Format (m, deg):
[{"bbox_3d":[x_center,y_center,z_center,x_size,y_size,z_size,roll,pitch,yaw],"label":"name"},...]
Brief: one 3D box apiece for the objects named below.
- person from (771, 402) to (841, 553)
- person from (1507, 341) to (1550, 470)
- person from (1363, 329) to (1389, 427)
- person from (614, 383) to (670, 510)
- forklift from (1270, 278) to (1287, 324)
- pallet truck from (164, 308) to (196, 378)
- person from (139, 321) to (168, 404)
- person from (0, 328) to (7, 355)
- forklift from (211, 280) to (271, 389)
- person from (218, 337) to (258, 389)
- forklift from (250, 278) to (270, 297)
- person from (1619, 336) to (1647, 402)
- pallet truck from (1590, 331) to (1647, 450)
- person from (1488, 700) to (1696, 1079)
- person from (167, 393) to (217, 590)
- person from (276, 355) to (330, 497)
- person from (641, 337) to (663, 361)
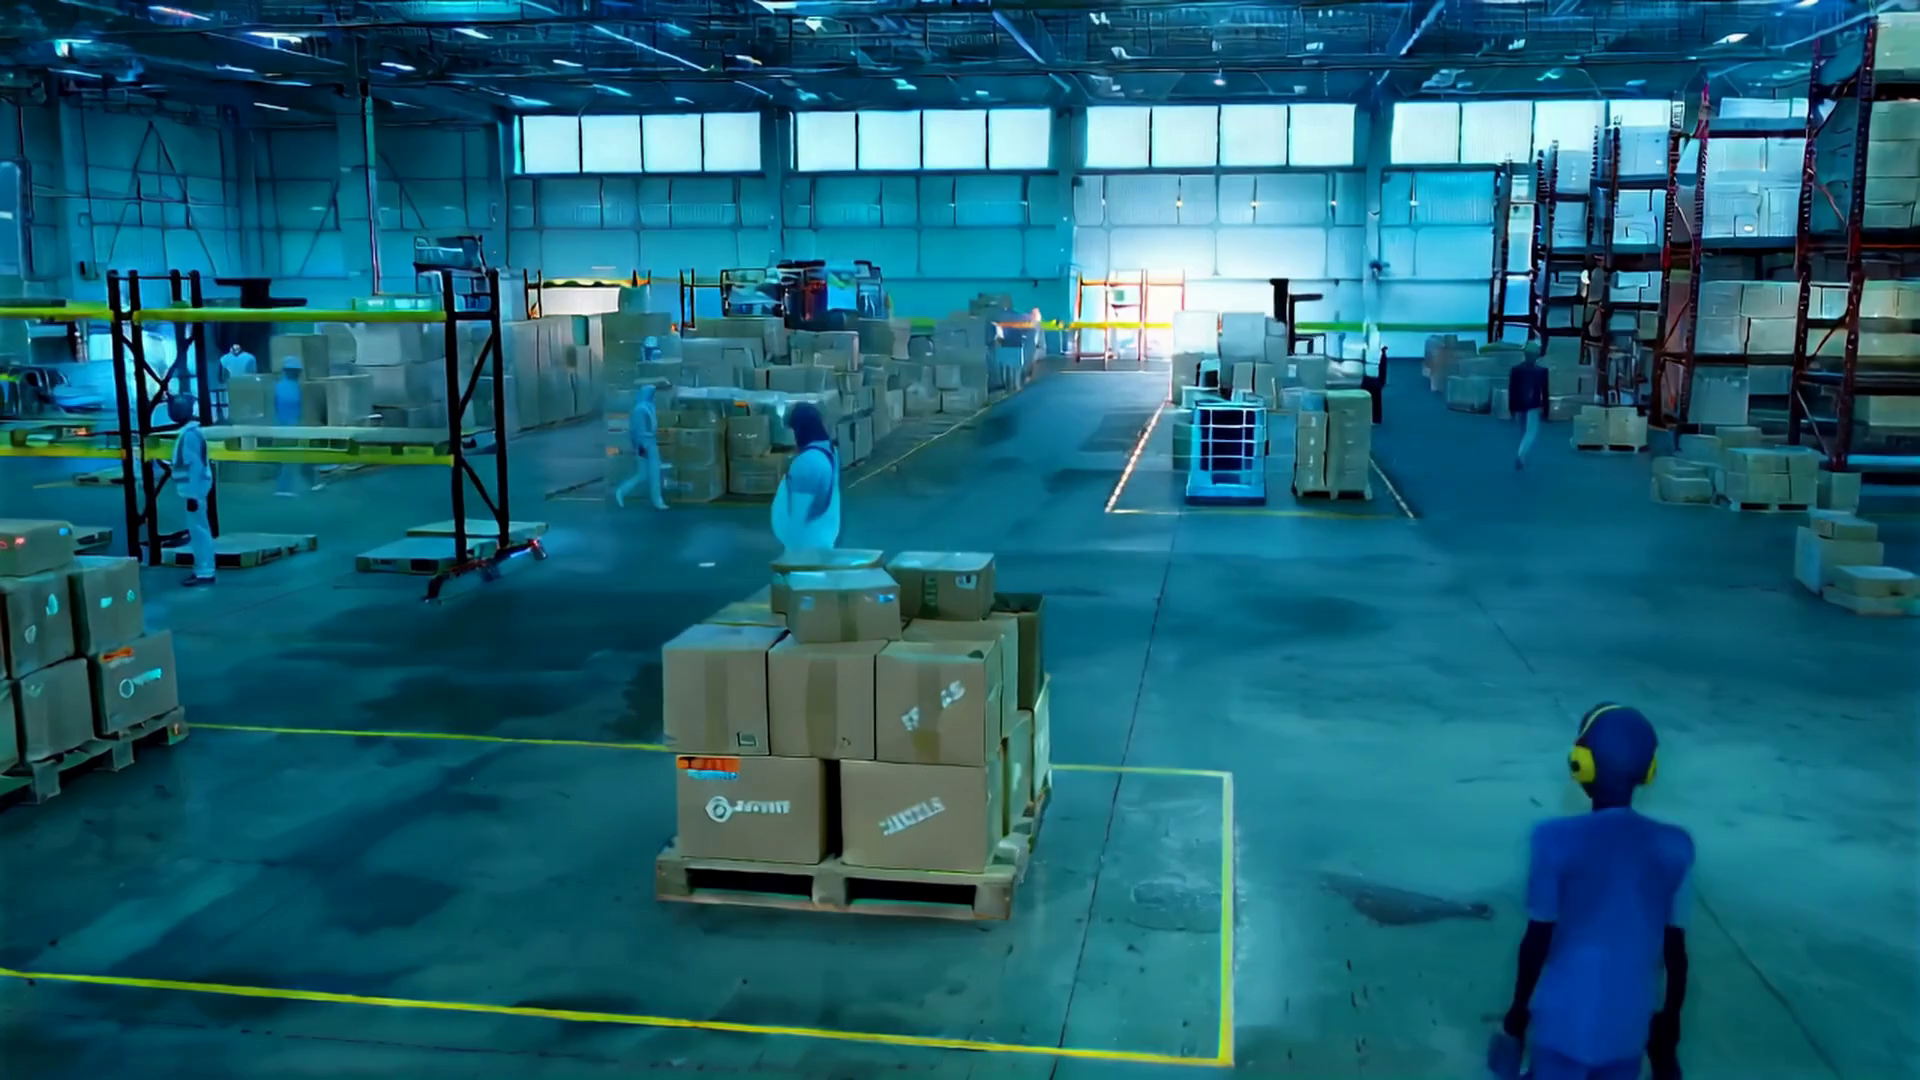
[{"bbox_3d":[-1.109,-0.092,13.061,0.746,2.000,0.692,1,9,7],"label":"person"},{"bbox_3d":[8.624,-2.038,25.311,0.610,1.967,0.874,7,12,38],"label":"person"},{"bbox_3d":[8.065,-3.142,32.288,0.397,1.911,0.587,-5,10,-27],"label":"person"},{"bbox_3d":[-4.038,-1.176,21.039,0.630,1.615,0.522,3,10,19],"label":"person"},{"bbox_3d":[8.265,-5.390,43.158,1.873,2.768,1.129,1,9,9],"label":"forklift"},{"bbox_3d":[-21.869,-5.598,47.154,0.823,1.965,1.885,4,10,26],"label":"pallet truck"},{"bbox_3d":[-18.347,-4.057,37.890,0.628,1.929,0.361,1,9,5],"label":"person"},{"bbox_3d":[-22.571,-4.141,39.093,0.320,1.695,0.537,-1,9,-7],"label":"person"},{"bbox_3d":[-15.164,-4.224,35.965,1.873,2.768,1.129,-3,10,-16],"label":"forklift"},{"bbox_3d":[-12.532,-2.574,28.868,0.651,1.878,1.032,0,9,-2],"label":"person"},{"bbox_3d":[-18.005,-5.350,42.912,1.873,2.768,1.129,-3,10,-17],"label":"forklift"},{"bbox_3d":[13.046,-3.125,32.383,0.630,1.842,0.429,-5,11,-30],"label":"person"},{"bbox_3d":[11.253,-2.573,28.499,0.823,1.965,1.885,5,10,27],"label":"pallet truck"},{"bbox_3d":[1.757,1.370,4.652,0.579,1.846,0.409,-2,9,-10],"label":"person"},{"bbox_3d":[-7.325,-0.466,15.856,0.352,1.883,0.576,-5,11,-29],"label":"person"},{"bbox_3d":[-8.871,-1.531,22.397,0.867,1.893,0.604,-7,11,-35],"label":"person"},{"bbox_3d":[-6.674,-3.614,36.152,0.532,1.591,0.765,4,10,26],"label":"person"}]
